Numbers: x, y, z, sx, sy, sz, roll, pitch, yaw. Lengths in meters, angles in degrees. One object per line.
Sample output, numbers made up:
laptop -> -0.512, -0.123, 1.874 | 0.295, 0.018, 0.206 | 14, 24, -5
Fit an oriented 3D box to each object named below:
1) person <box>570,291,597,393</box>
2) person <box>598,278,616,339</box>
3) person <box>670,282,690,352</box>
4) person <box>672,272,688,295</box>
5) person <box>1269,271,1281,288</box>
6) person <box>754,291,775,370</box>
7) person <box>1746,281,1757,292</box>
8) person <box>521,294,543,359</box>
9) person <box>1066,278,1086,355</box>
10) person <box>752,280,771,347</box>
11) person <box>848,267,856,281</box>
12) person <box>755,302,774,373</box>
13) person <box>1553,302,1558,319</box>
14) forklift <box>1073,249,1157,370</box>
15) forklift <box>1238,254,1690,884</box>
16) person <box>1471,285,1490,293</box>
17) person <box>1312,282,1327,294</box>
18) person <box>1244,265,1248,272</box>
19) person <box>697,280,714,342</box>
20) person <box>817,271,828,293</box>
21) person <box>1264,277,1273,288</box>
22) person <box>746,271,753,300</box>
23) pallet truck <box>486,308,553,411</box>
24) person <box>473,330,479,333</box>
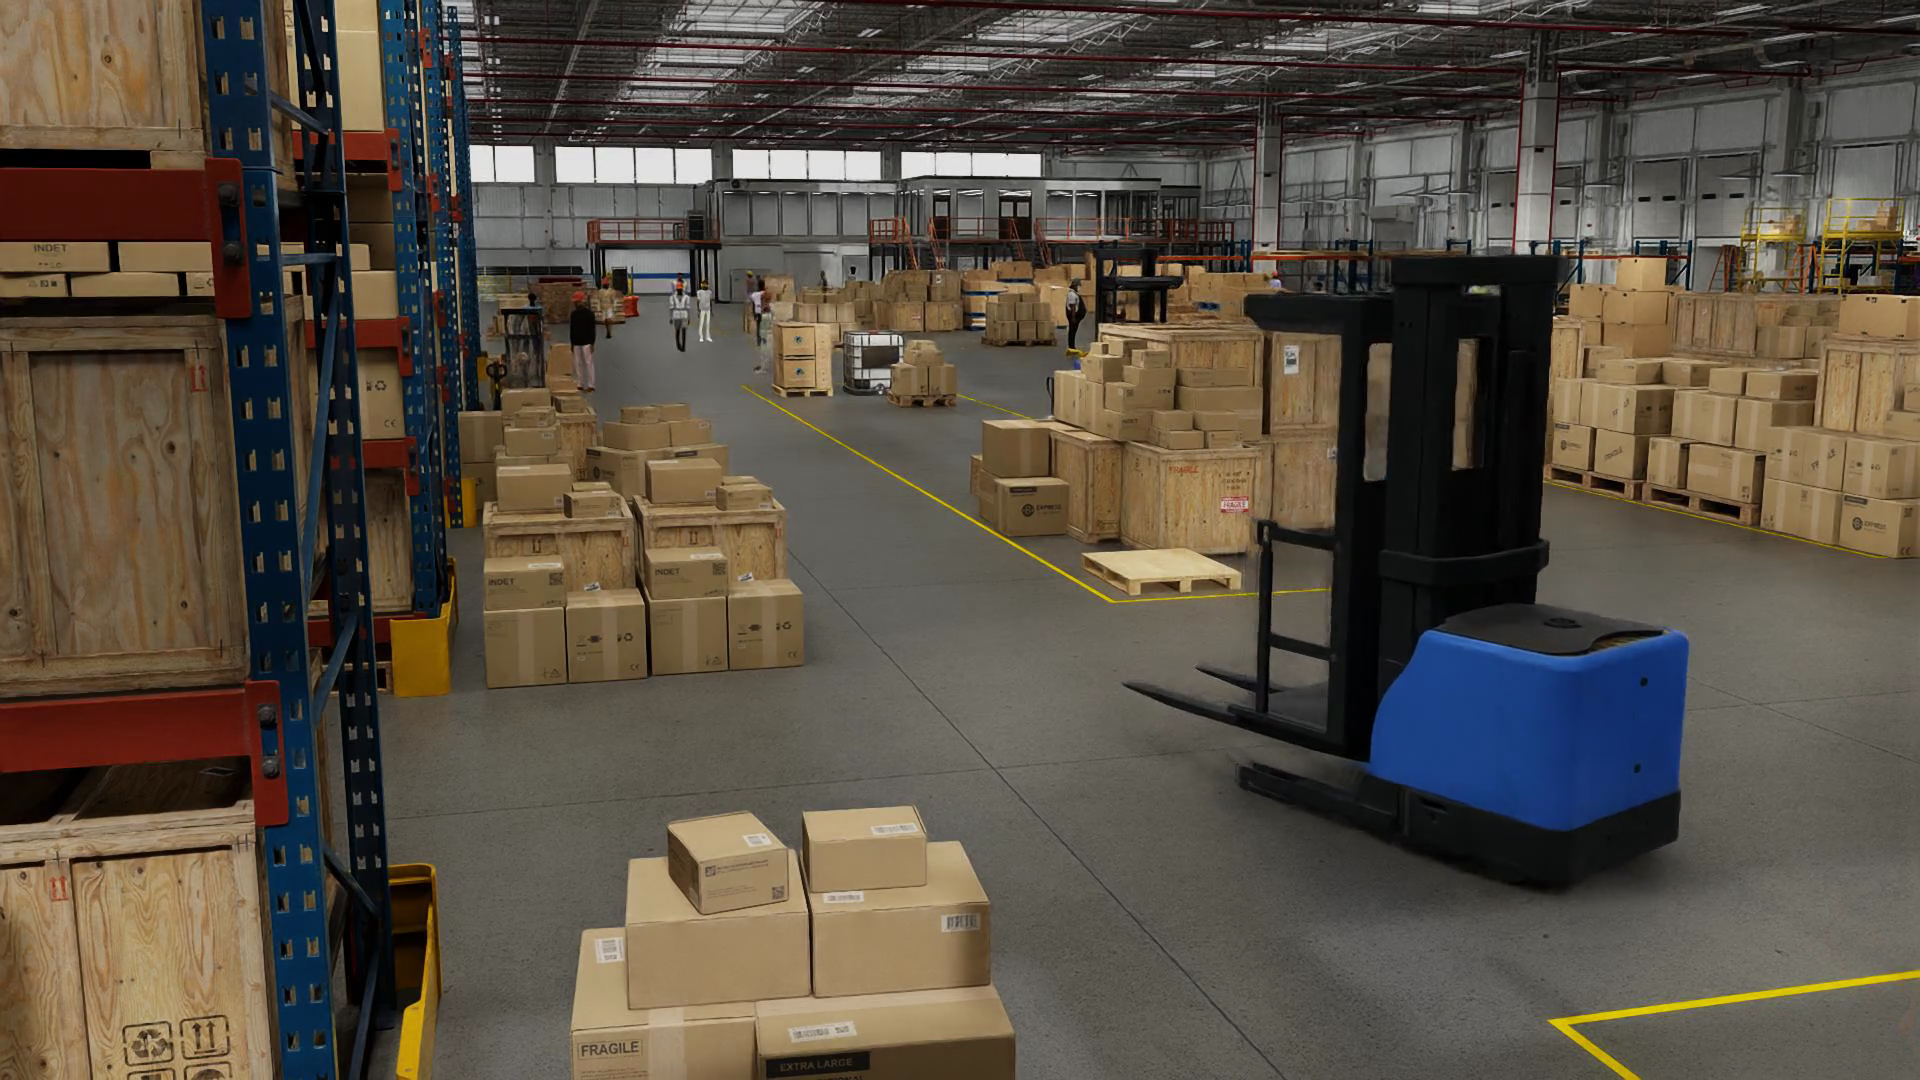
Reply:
person -> -7.418, -3.878, 32.638 | 0.622, 1.992, 0.395 | 5, 11, 28
person -> -11.002, -7.226, 51.885 | 0.552, 1.910, 0.943 | 0, 10, -2
person -> -7.681, -6.130, 45.637 | 0.551, 1.915, 0.832 | -2, 10, -10
person -> -10.634, -9.216, 63.175 | 0.592, 1.895, 0.876 | -2, 10, -10
person -> 12.308, -9.600, 65.305 | 0.550, 1.910, 0.849 | 7, 12, 36
person -> -4.337, -4.824, 38.422 | 0.806, 1.855, 0.603 | -2, 10, -10
person -> 27.305, -8.209, 57.370 | 0.585, 1.922, 0.377 | -8, 13, -40
person -> -10.972, -5.497, 42.734 | 0.533, 1.667, 0.795 | -1, 10, -7
person -> 3.084, -5.954, 44.264 | 0.536, 2.000, 0.682 | 1, 10, 5
person -> -5.616, -6.440, 47.439 | 0.607, 1.897, 0.603 | 4, 11, 22
person -> -4.826, -11.292, 74.708 | 0.363, 1.962, 0.612 | -5, 11, -26
person -> -4.324, -4.580, 37.684 | 0.635, 1.621, 0.520 | 0, 10, 2
person -> 10.417, -3.310, 29.620 | 0.636, 1.944, 0.388 | -6, 12, -32
forklift -> 2.493, -3.044, 25.408 | 1.129, 2.768, 1.873 | -3, 10, -15
forklift -> 2.470, 0.015, 8.087 | 1.129, 2.768, 1.873 | -8, 13, -37
person -> 17.599, -7.977, 56.322 | 0.648, 1.823, 0.541 | 4, 11, 21
person -> 11.934, -7.731, 55.332 | 0.534, 1.692, 0.321 | 5, 11, 26
person -> 14.753, -13.224, 85.792 | 0.617, 1.915, 0.810 | 6, 11, 29
person -> -7.699, -6.929, 50.288 | 0.528, 1.864, 0.315 | -7, 12, -33
person -> -5.992, -10.885, 72.864 | 0.950, 1.809, 0.511 | 9, 13, 41
person -> 9.743, -7.418, 52.993 | 0.657, 1.880, 1.028 | -2, 10, -12
person -> -9.387, -11.144, 74.431 | 0.310, 1.768, 0.533 | 3, 10, 17
pallet truck -> -6.242, -2.418, 24.362 | 0.823, 1.965, 1.885 | 1, 10, 3
person -> -15.662, -7.268, 52.447 | 0.942, 1.788, 0.581 | -1, 10, -6
